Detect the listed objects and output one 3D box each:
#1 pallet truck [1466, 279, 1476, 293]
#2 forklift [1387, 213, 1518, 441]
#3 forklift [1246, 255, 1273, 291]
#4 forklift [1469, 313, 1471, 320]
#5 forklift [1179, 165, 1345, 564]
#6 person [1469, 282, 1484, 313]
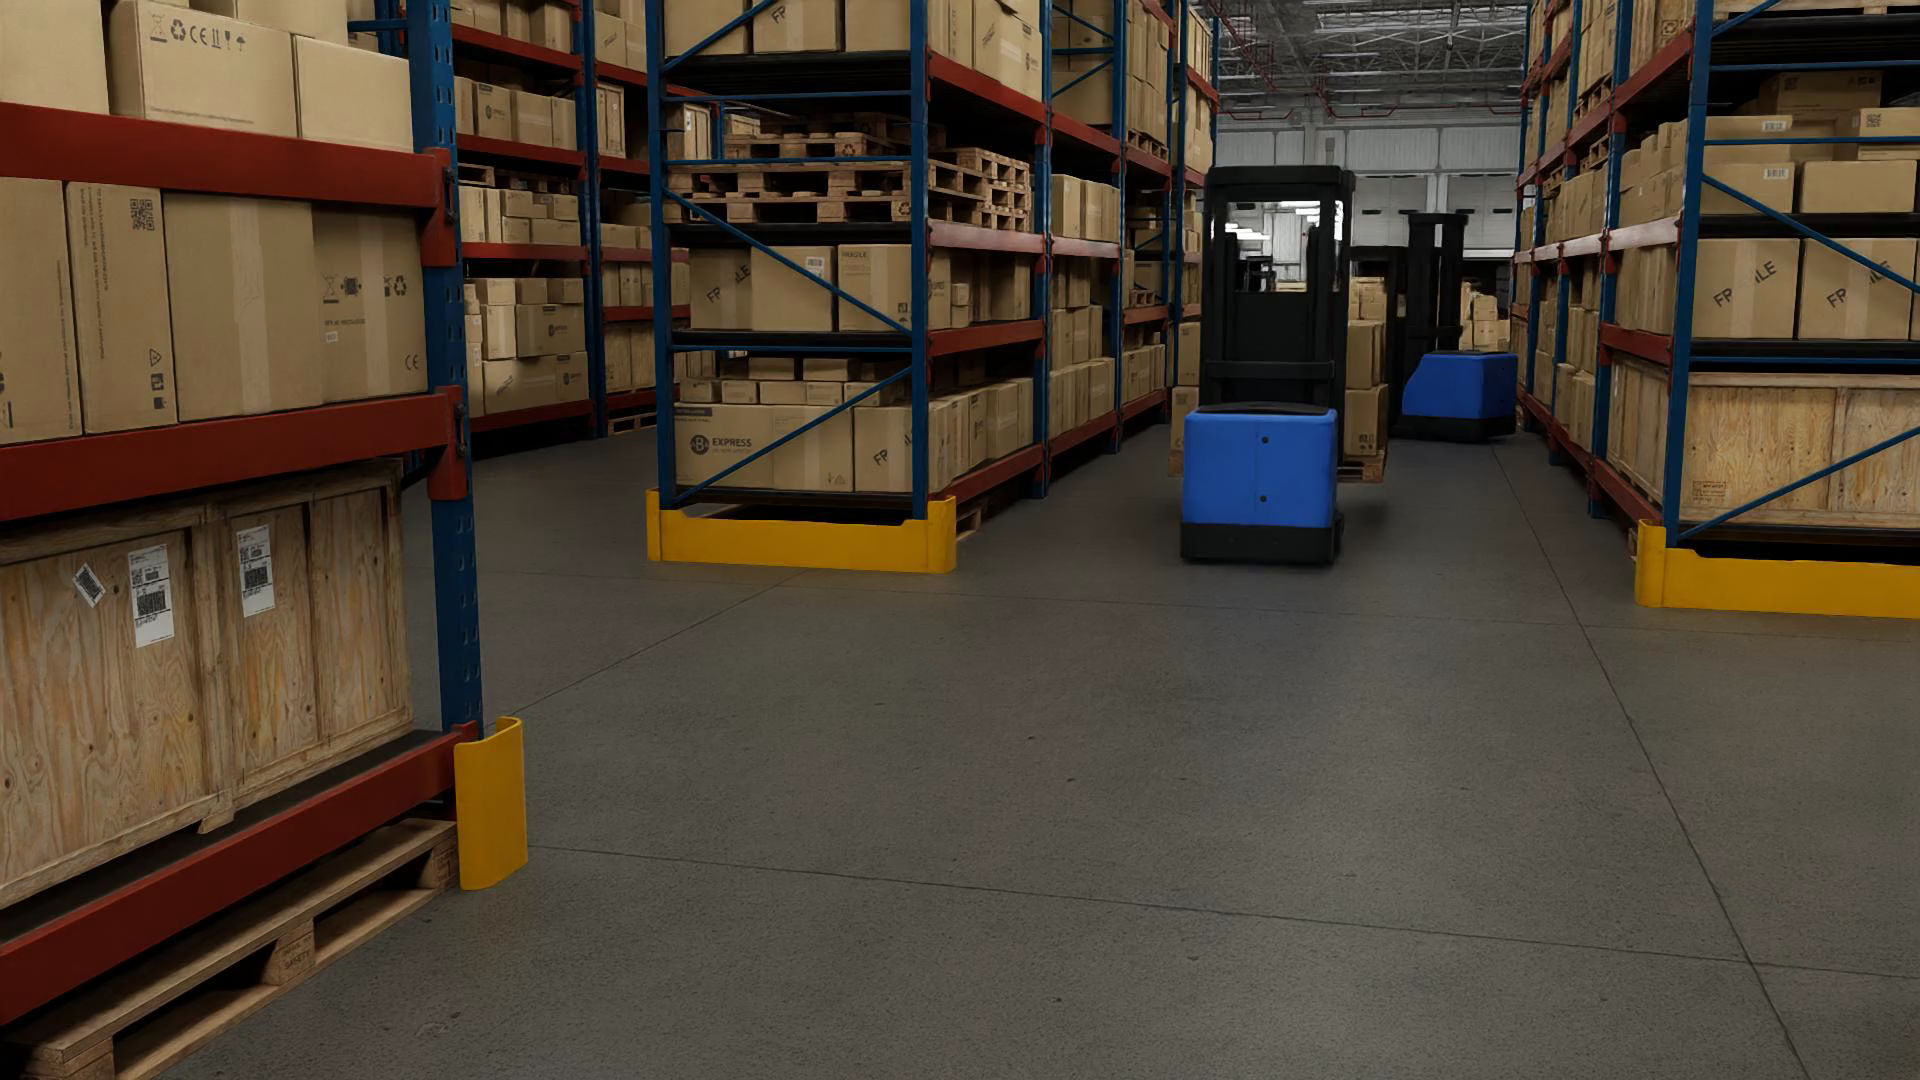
[{"bbox_3d":[18.896,-8.459,60.307,1.885,1.965,0.823,5,10,31],"label":"pallet truck"},{"bbox_3d":[5.999,-2.714,21.013,1.873,2.768,1.129,9,12,44],"label":"forklift"},{"bbox_3d":[10.551,-8.662,58.805,1.129,2.768,1.873,2,9,15],"label":"forklift"},{"bbox_3d":[12.581,-6.282,43.685,1.873,2.768,1.129,-6,11,-34],"label":"forklift"},{"bbox_3d":[2.271,-1.328,12.211,1.129,2.768,1.873,2,9,15],"label":"forklift"},{"bbox_3d":[13.913,-5.987,44.863,0.439,1.922,0.634,-5,10,-31],"label":"person"}]
